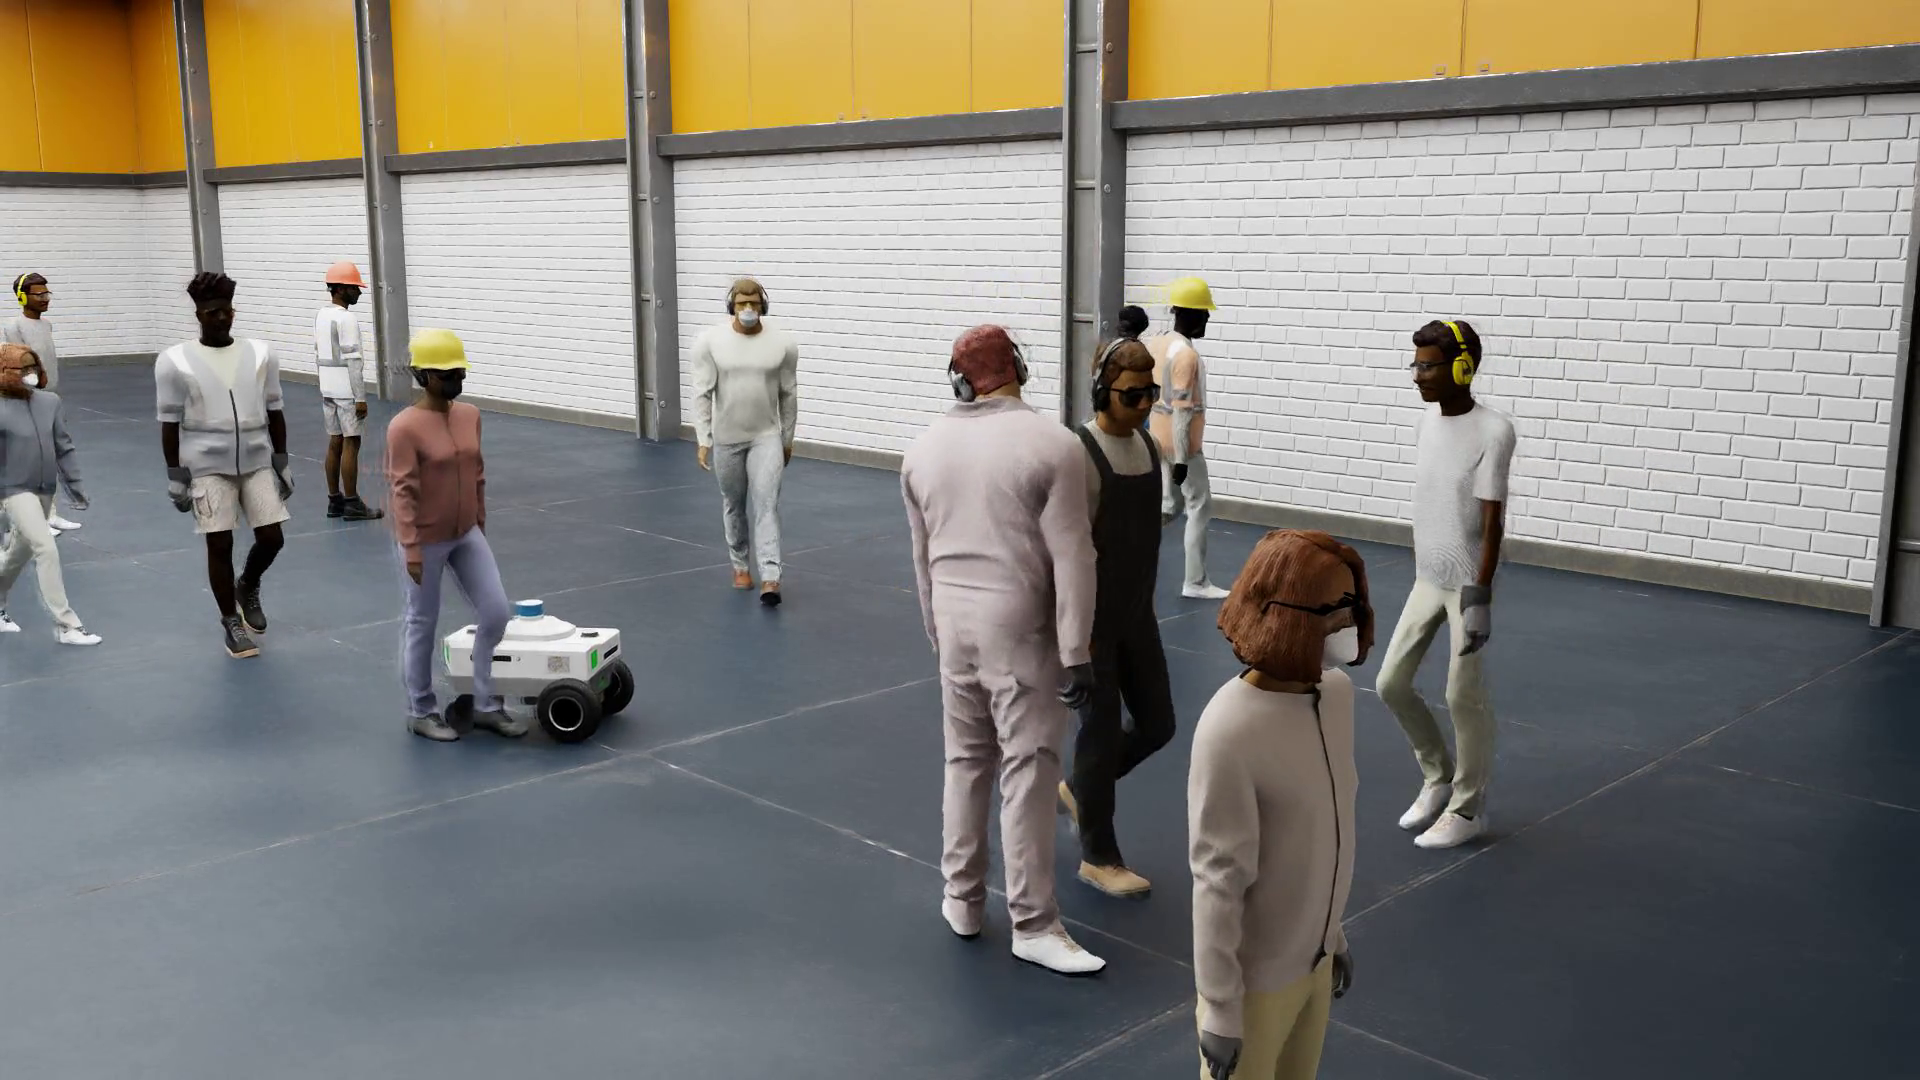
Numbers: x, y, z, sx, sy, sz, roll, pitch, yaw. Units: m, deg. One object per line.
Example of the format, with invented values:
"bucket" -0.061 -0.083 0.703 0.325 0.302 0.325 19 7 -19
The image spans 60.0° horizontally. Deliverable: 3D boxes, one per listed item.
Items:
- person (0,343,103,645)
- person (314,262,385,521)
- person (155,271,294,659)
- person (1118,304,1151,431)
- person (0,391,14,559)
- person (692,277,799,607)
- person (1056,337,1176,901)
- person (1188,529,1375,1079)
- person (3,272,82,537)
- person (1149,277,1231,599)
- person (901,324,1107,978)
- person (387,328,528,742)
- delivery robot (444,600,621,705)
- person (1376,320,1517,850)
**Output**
"person" -4.938 -0.249 8.750 0.875 1.586 0.495 3 11 14
"person" -4.607 -1.115 12.510 0.551 1.933 0.369 10 14 44
"person" -3.722 -0.382 8.454 0.628 1.955 0.470 -9 13 -39
"person" 1.163 -0.821 11.644 0.607 1.652 0.586 -4 11 -23
"person" -6.437 -0.665 10.887 0.341 1.620 0.520 1 10 6
"person" -1.237 -0.574 9.698 0.632 1.884 1.033 -2 11 -10
"person" 0.470 0.253 5.380 0.511 1.820 0.446 -9 14 -41
"person" 0.570 0.780 3.003 0.266 1.631 0.507 8 13 36
"person" -6.565 -0.964 11.869 0.317 1.870 0.523 0 10 0
"person" 1.212 -0.582 9.703 0.728 1.899 0.594 -2 11 -10
"person" 0.191 0.309 4.944 0.797 1.875 0.406 9 14 41
"person" -2.092 0.003 6.908 0.640 1.743 0.557 6 12 29
"delivery robot" -1.848 0.503 7.200 0.707 0.478 0.477 1 10 8
"person" 1.696 0.177 5.728 0.427 1.843 0.532 -6 12 -28
